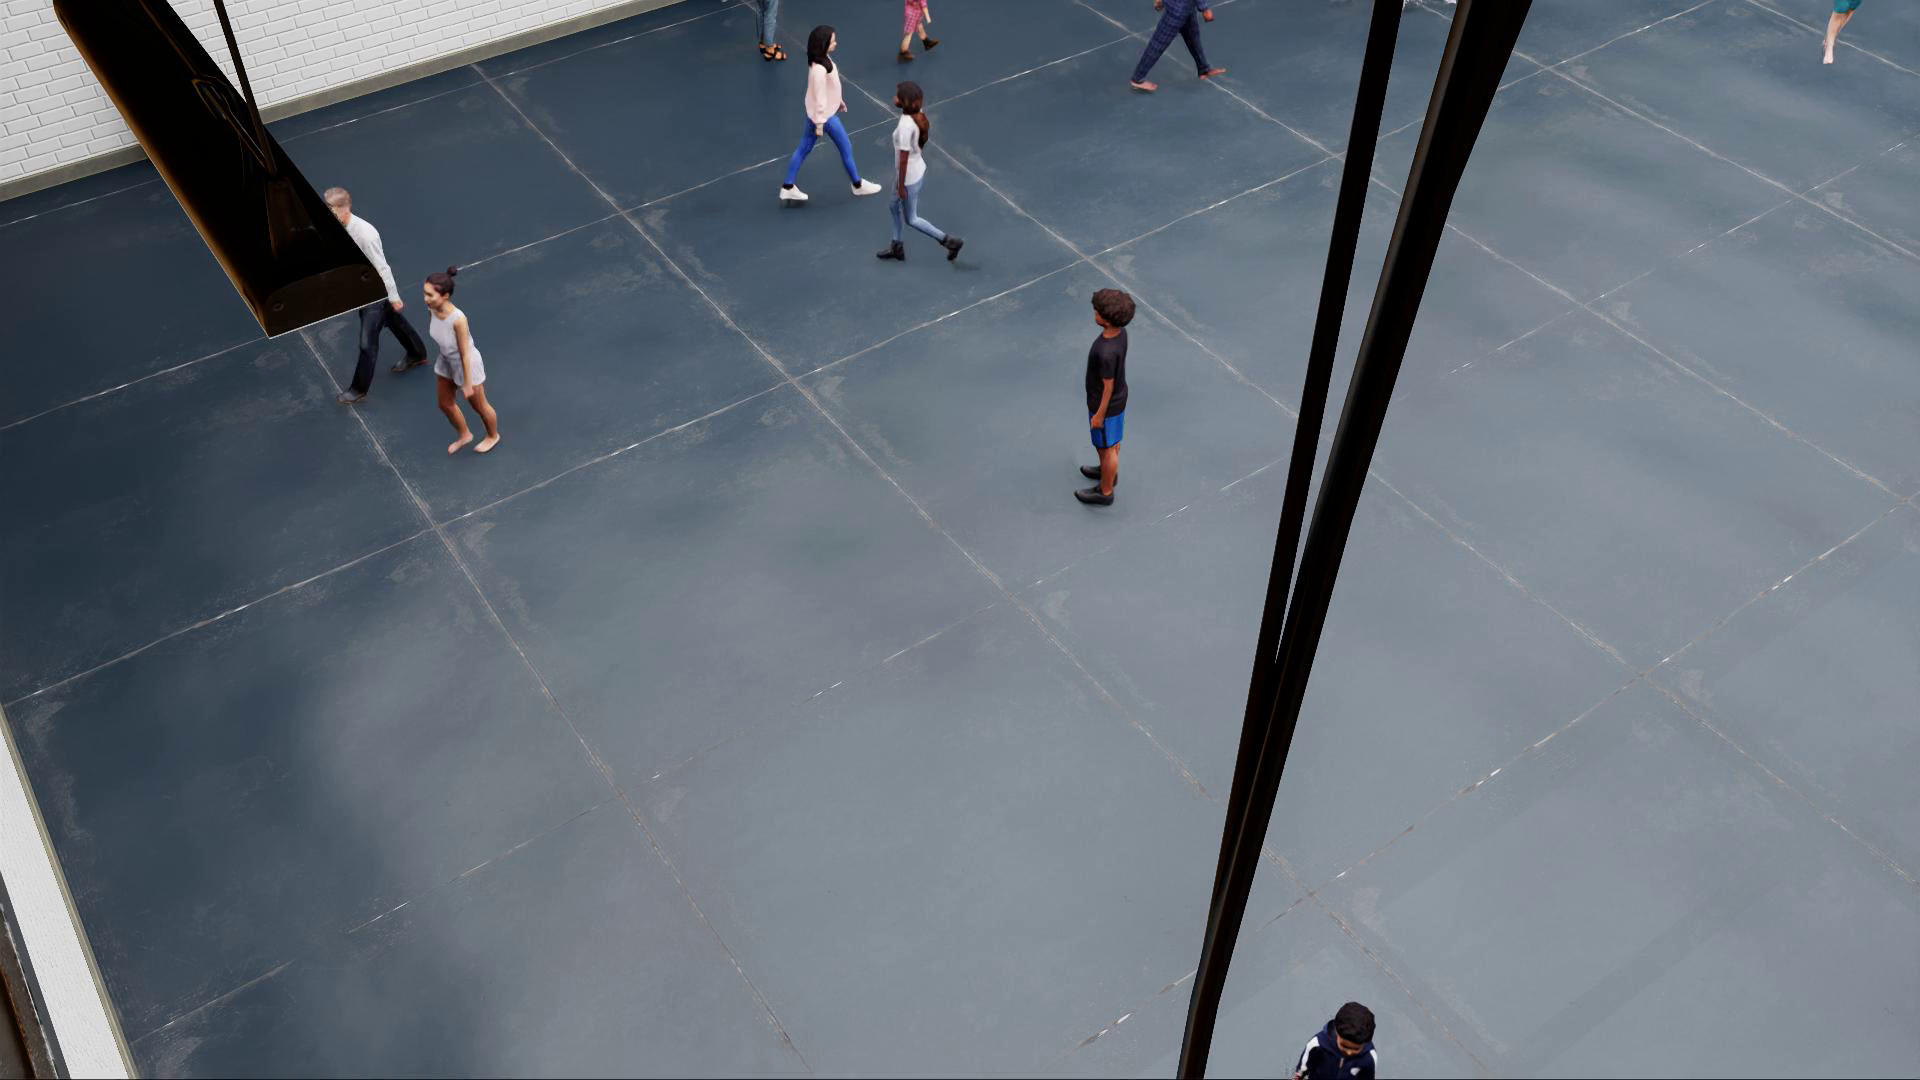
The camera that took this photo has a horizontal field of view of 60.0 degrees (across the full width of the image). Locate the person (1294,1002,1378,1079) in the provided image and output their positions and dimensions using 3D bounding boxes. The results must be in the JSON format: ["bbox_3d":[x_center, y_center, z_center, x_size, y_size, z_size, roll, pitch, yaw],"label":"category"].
[{"bbox_3d":[1.858,2.672,8.279,0.605,1.222,0.638,14,45,14],"label":"person"}]

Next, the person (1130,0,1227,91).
[{"bbox_3d":[2.014,-5.176,16.115,1.291,1.776,1.115,0,44,0],"label":"person"}]

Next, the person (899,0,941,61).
[{"bbox_3d":[-0.500,-5.332,16.842,0.726,0.999,0.448,-24,48,-23],"label":"person"}]

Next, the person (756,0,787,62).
[{"bbox_3d":[-1.958,-5.643,16.677,0.575,1.678,0.634,-20,47,-20],"label":"person"}]

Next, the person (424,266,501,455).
[{"bbox_3d":[-3.599,-1.319,12.195,0.660,1.598,0.690,29,51,27],"label":"person"}]

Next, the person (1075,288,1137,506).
[{"bbox_3d":[1.043,-1.006,11.724,0.757,1.796,0.686,9,44,10],"label":"person"}]

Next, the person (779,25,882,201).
[{"bbox_3d":[-1.305,-3.707,14.624,1.244,1.706,0.946,-7,44,-7],"label":"person"}]

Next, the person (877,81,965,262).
[{"bbox_3d":[-0.348,-3.022,13.912,1.065,1.696,0.989,6,44,6],"label":"person"}]

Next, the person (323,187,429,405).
[{"bbox_3d":[-4.438,-1.961,12.741,0.854,1.775,1.173,33,52,30],"label":"person"}]
